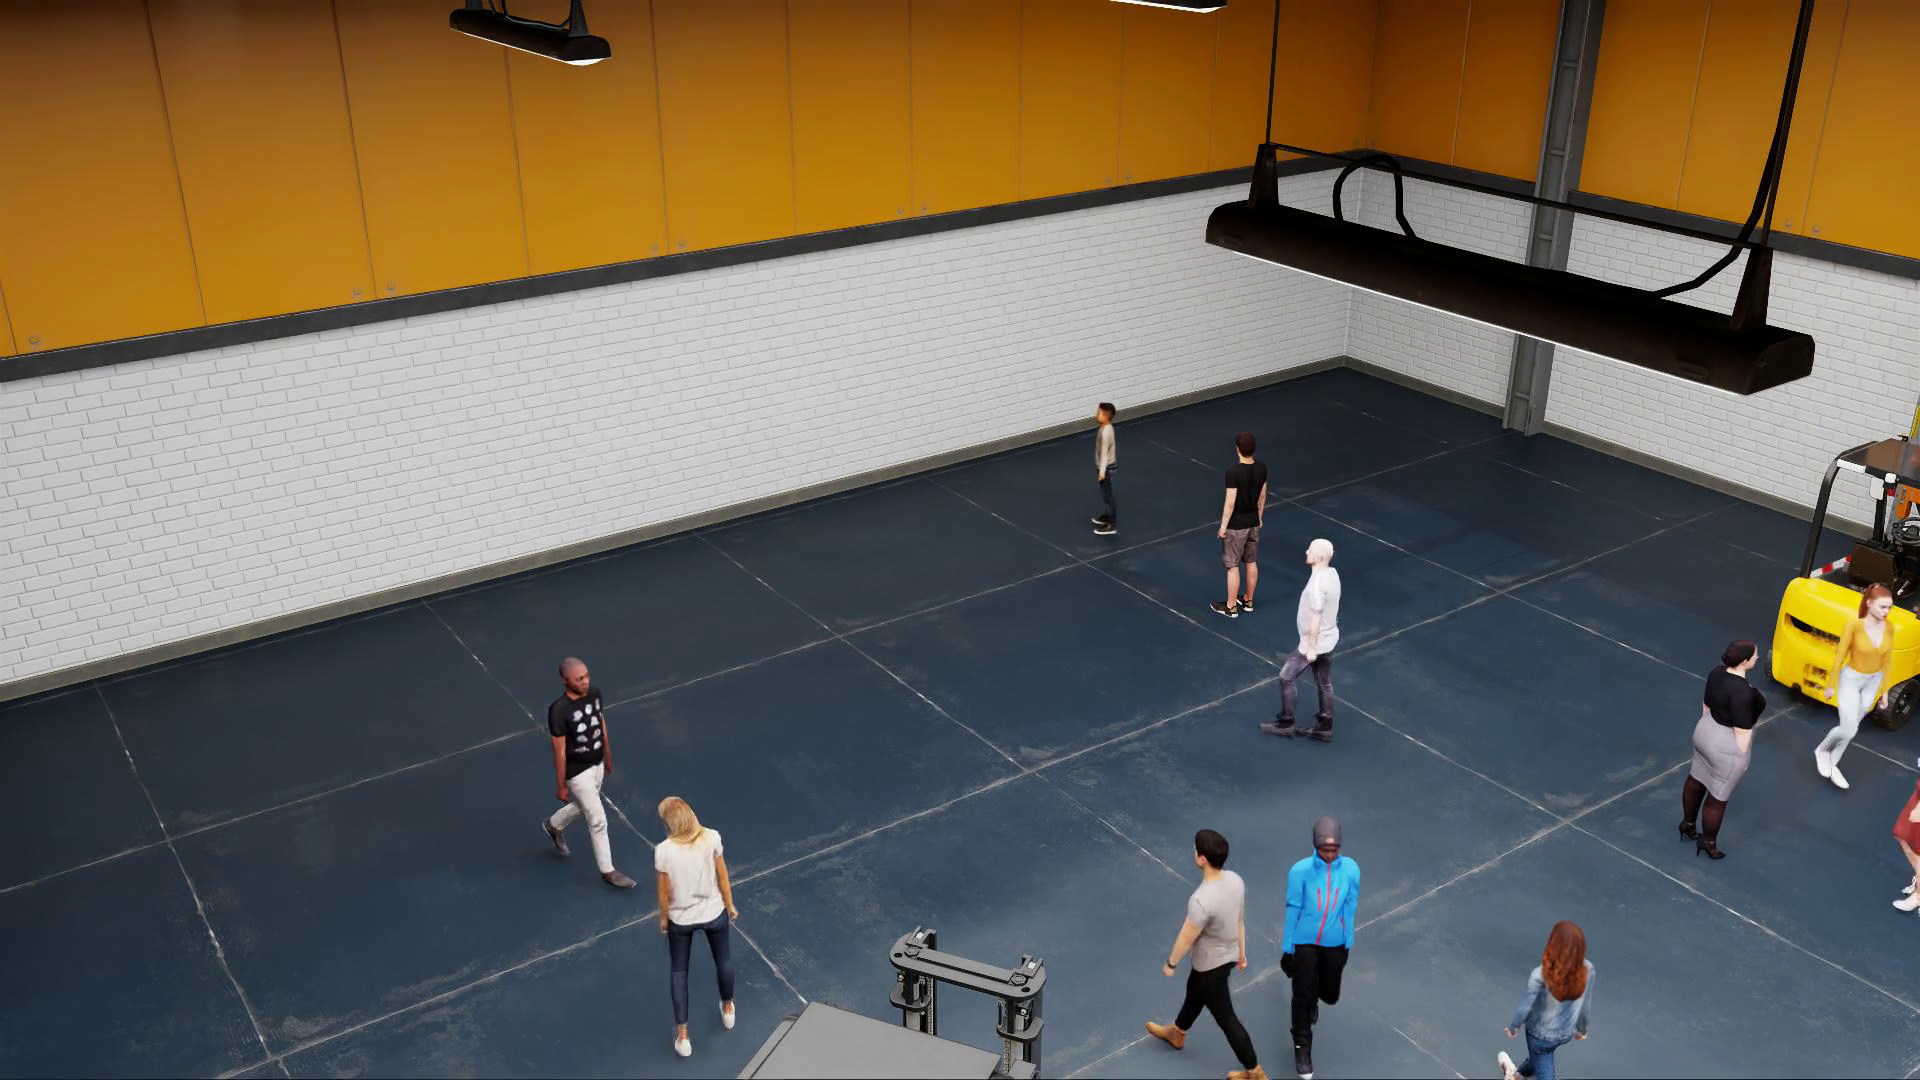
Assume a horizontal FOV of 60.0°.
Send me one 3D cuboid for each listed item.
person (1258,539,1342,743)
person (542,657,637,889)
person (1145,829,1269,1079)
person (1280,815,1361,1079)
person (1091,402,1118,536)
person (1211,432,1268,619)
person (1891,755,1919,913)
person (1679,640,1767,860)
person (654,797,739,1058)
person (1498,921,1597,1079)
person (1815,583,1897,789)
[{"bbox_3d":[3.033,0.866,13.771,0.969,1.814,0.879,13,27,27],"label":"person"},{"bbox_3d":[-2.791,1.646,12.033,1.263,1.777,1.008,12,26,26],"label":"person"},{"bbox_3d":[1.601,2.580,10.036,1.209,1.664,0.848,18,29,35],"label":"person"},{"bbox_3d":[2.173,2.424,10.249,0.865,1.780,0.984,-2,24,-4],"label":"person"},{"bbox_3d":[1.590,-0.794,18.015,0.680,1.456,0.593,1,24,2],"label":"person"},{"bbox_3d":[2.721,-0.160,16.058,0.692,1.862,0.566,-14,27,-29],"label":"person"},{"bbox_3d":[6.823,1.879,11.553,0.724,1.734,0.703,16,28,32],"label":"person"},{"bbox_3d":[5.631,1.528,12.323,0.829,1.759,0.724,-2,24,-5],"label":"person"},{"bbox_3d":[-1.664,2.380,10.343,0.789,1.786,0.898,-2,24,-4],"label":"person"},{"bbox_3d":[3.451,2.886,9.606,0.771,1.449,1.011,-7,25,-16],"label":"person"},{"bbox_3d":[7.096,1.133,13.256,0.710,1.737,0.759,-3,24,-7],"label":"person"}]
